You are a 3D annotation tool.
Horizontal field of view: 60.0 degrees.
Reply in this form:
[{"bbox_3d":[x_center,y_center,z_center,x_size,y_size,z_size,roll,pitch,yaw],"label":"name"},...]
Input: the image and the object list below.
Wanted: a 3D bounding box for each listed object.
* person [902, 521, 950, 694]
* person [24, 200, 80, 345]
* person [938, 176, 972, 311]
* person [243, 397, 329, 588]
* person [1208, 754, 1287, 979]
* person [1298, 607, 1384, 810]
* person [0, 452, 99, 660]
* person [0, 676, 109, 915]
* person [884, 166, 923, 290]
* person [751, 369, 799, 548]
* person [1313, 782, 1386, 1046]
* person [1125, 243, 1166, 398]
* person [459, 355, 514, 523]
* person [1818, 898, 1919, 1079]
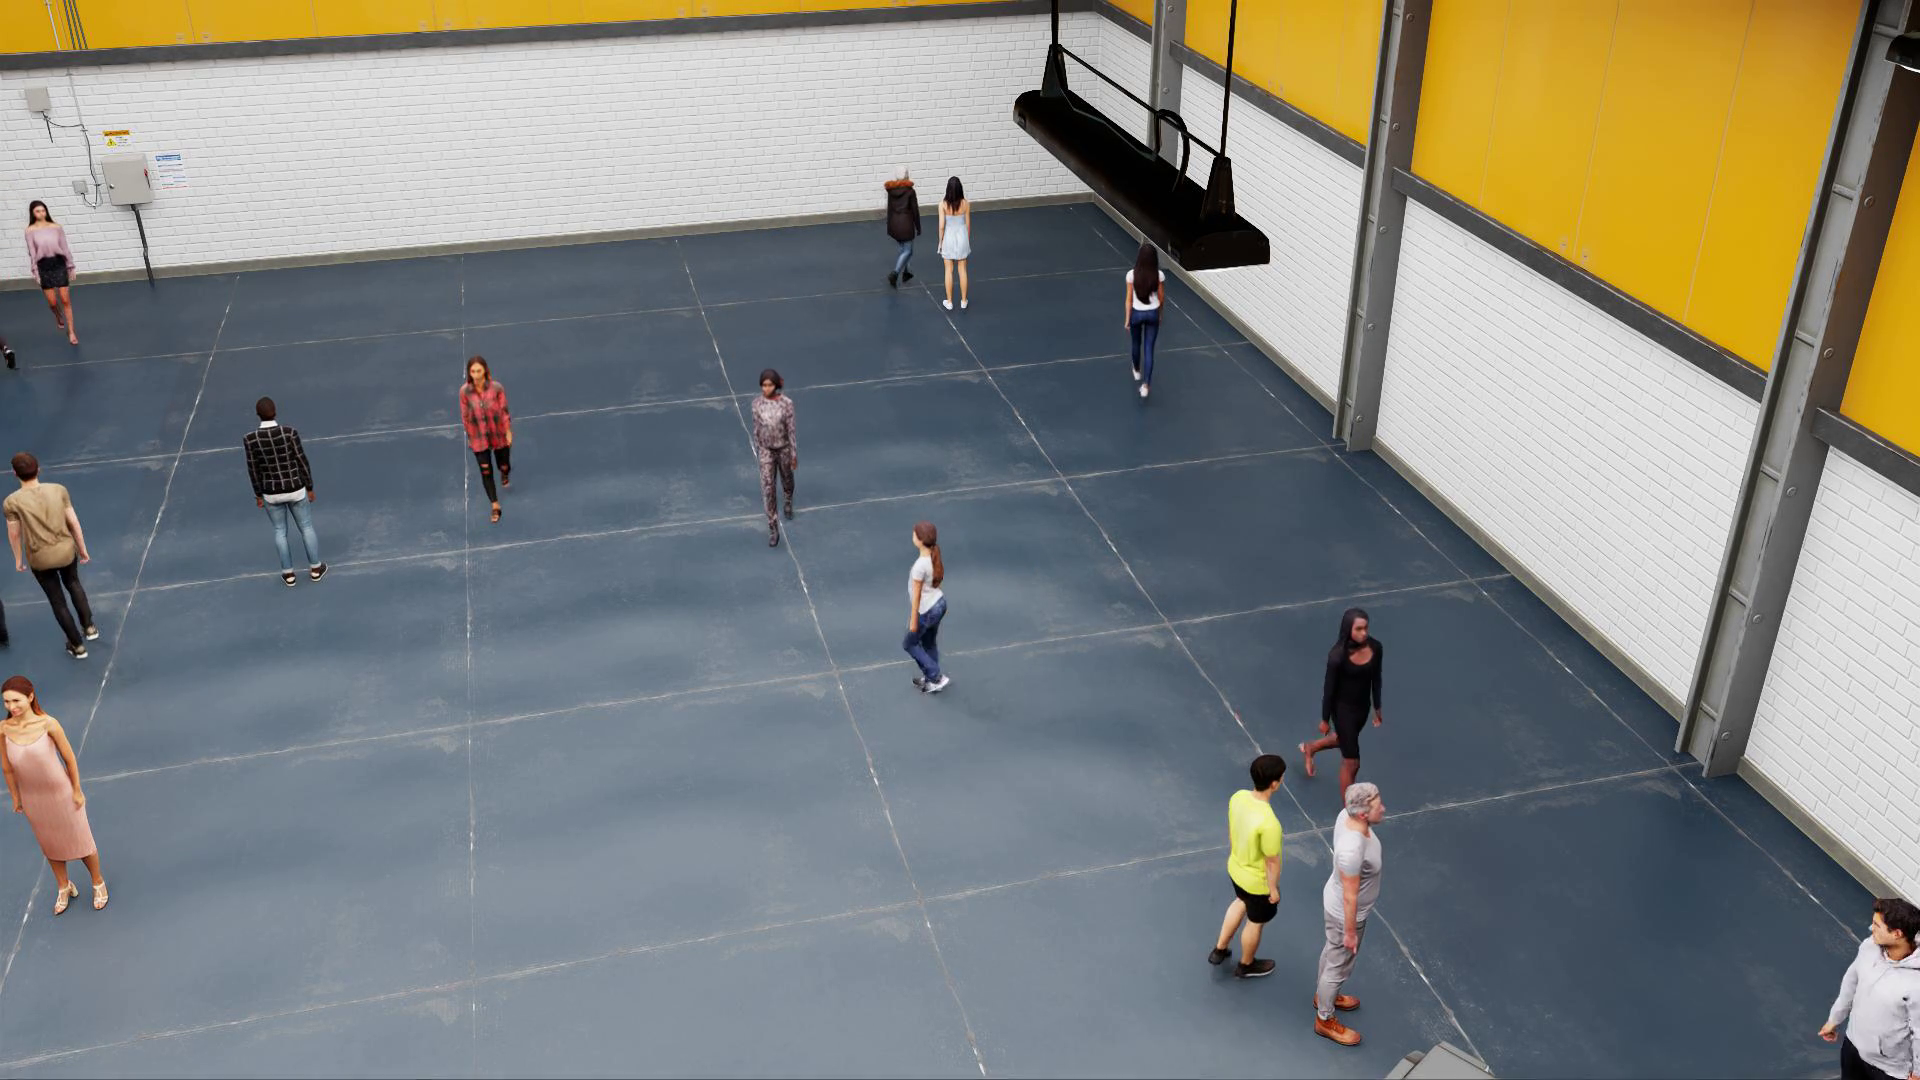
[{"bbox_3d":[-0.209,0.577,13.429,0.768,1.548,0.708,13,31,23],"label":"person"},{"bbox_3d":[-11.022,-3.248,20.179,0.777,1.799,0.850,-20,34,-32],"label":"person"},{"bbox_3d":[-0.064,-3.807,21.275,0.599,1.730,0.544,-5,29,-9],"label":"person"},{"bbox_3d":[-6.105,-0.441,15.010,0.675,1.821,0.579,-10,30,-18],"label":"person"},{"bbox_3d":[1.840,2.092,10.490,0.739,1.701,0.659,-14,31,-23],"label":"person"},{"bbox_3d":[2.781,1.219,12.099,0.824,1.694,1.174,-16,32,-27],"label":"person"},{"bbox_3d":[-7.547,0.171,13.872,0.843,1.836,0.808,24,37,37],"label":"person"},{"bbox_3d":[-6.060,1.695,11.083,0.604,1.832,0.520,-5,29,-9],"label":"person"},{"bbox_3d":[-0.778,-4.106,21.941,0.993,1.617,1.042,16,33,27],"label":"person"},{"bbox_3d":[-1.734,-0.852,15.901,0.786,1.689,1.162,0,29,0],"label":"person"},{"bbox_3d":[2.342,2.228,10.104,0.828,1.833,0.669,5,29,9],"label":"person"},{"bbox_3d":[2.099,-2.448,18.782,0.847,1.732,1.184,1,29,2],"label":"person"},{"bbox_3d":[-4.585,-1.034,16.239,0.671,1.685,0.918,-4,29,-7],"label":"person"},{"bbox_3d":[5.082,2.771,9.040,0.919,1.898,0.545,-15,32,-25],"label":"person"}]
